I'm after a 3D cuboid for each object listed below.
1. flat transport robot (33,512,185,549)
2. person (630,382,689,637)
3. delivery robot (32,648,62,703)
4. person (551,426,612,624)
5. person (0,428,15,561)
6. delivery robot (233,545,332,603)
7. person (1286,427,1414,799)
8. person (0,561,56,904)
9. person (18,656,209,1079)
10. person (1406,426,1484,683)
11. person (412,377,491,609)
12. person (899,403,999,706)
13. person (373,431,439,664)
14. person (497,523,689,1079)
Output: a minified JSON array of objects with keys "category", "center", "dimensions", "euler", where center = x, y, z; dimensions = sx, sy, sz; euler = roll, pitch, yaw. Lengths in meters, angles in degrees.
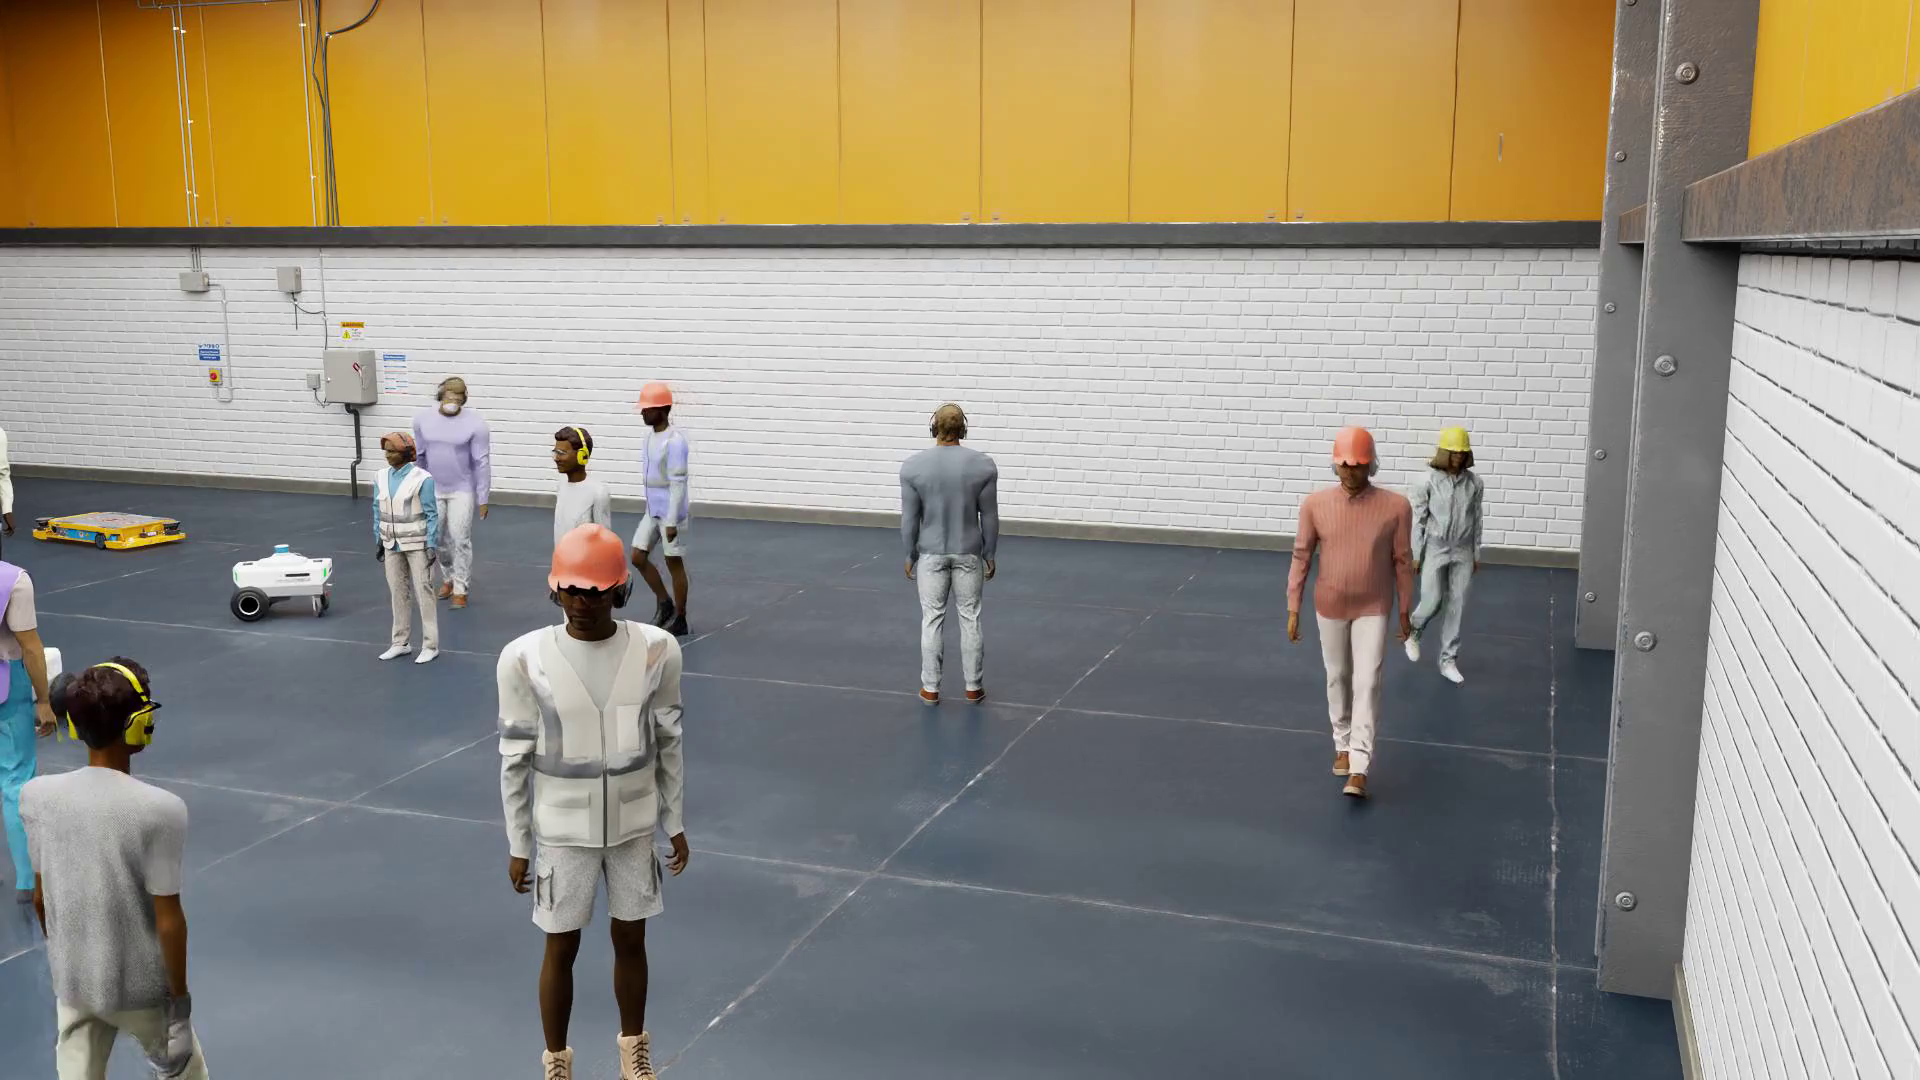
[{"category":"flat transport robot","center":[-8.405,-0.108,16.411],"dimensions":[1.431,0.197,0.652],"euler":[5,11,28]},{"category":"person","center":[-2.226,-0.209,12.320],"dimensions":[0.456,1.922,0.577],"euler":[-8,13,-38]},{"category":"delivery robot","center":[-5.757,0.831,10.057],"dimensions":[0.477,0.478,0.707],"euler":[0,10,-1]},{"category":"person","center":[-2.256,0.254,9.867],"dimensions":[0.518,1.874,0.329],"euler":[9,14,42]},{"category":"person","center":[-7.188,-0.196,12.052],"dimensions":[0.611,1.995,0.375],"euler":[-9,14,-42]},{"category":"delivery robot","center":[-5.350,0.281,13.159],"dimensions":[0.707,0.478,0.477],"euler":[-3,10,-15]},{"category":"person","center":[2.066,0.383,8.890],"dimensions":[0.651,1.952,0.942],"euler":[4,11,21]},{"category":"person","center":[-4.307,0.714,7.347],"dimensions":[0.567,1.846,0.389],"euler":[0,10,2]},{"category":"person","center":[-2.306,1.217,4.590],"dimensions":[0.539,1.817,0.976],"euler":[1,10,6]},{"category":"person","center":[3.285,0.077,11.273],"dimensions":[0.486,1.728,0.516],"euler":[-2,10,-9]},{"category":"person","center":[-4.059,-0.386,13.411],"dimensions":[0.684,1.895,0.661],"euler":[1,10,7]},{"category":"person","center":[-0.067,0.096,10.568],"dimensions":[0.631,1.940,0.372],"euler":[0,10,-3]},{"category":"person","center":[-3.880,0.053,11.661],"dimensions":[0.523,1.636,0.311],"euler":[4,11,22]},{"category":"person","center":[-1.189,0.946,5.493],"dimensions":[0.611,2.039,0.393],"euler":[-4,11,-23]}]
